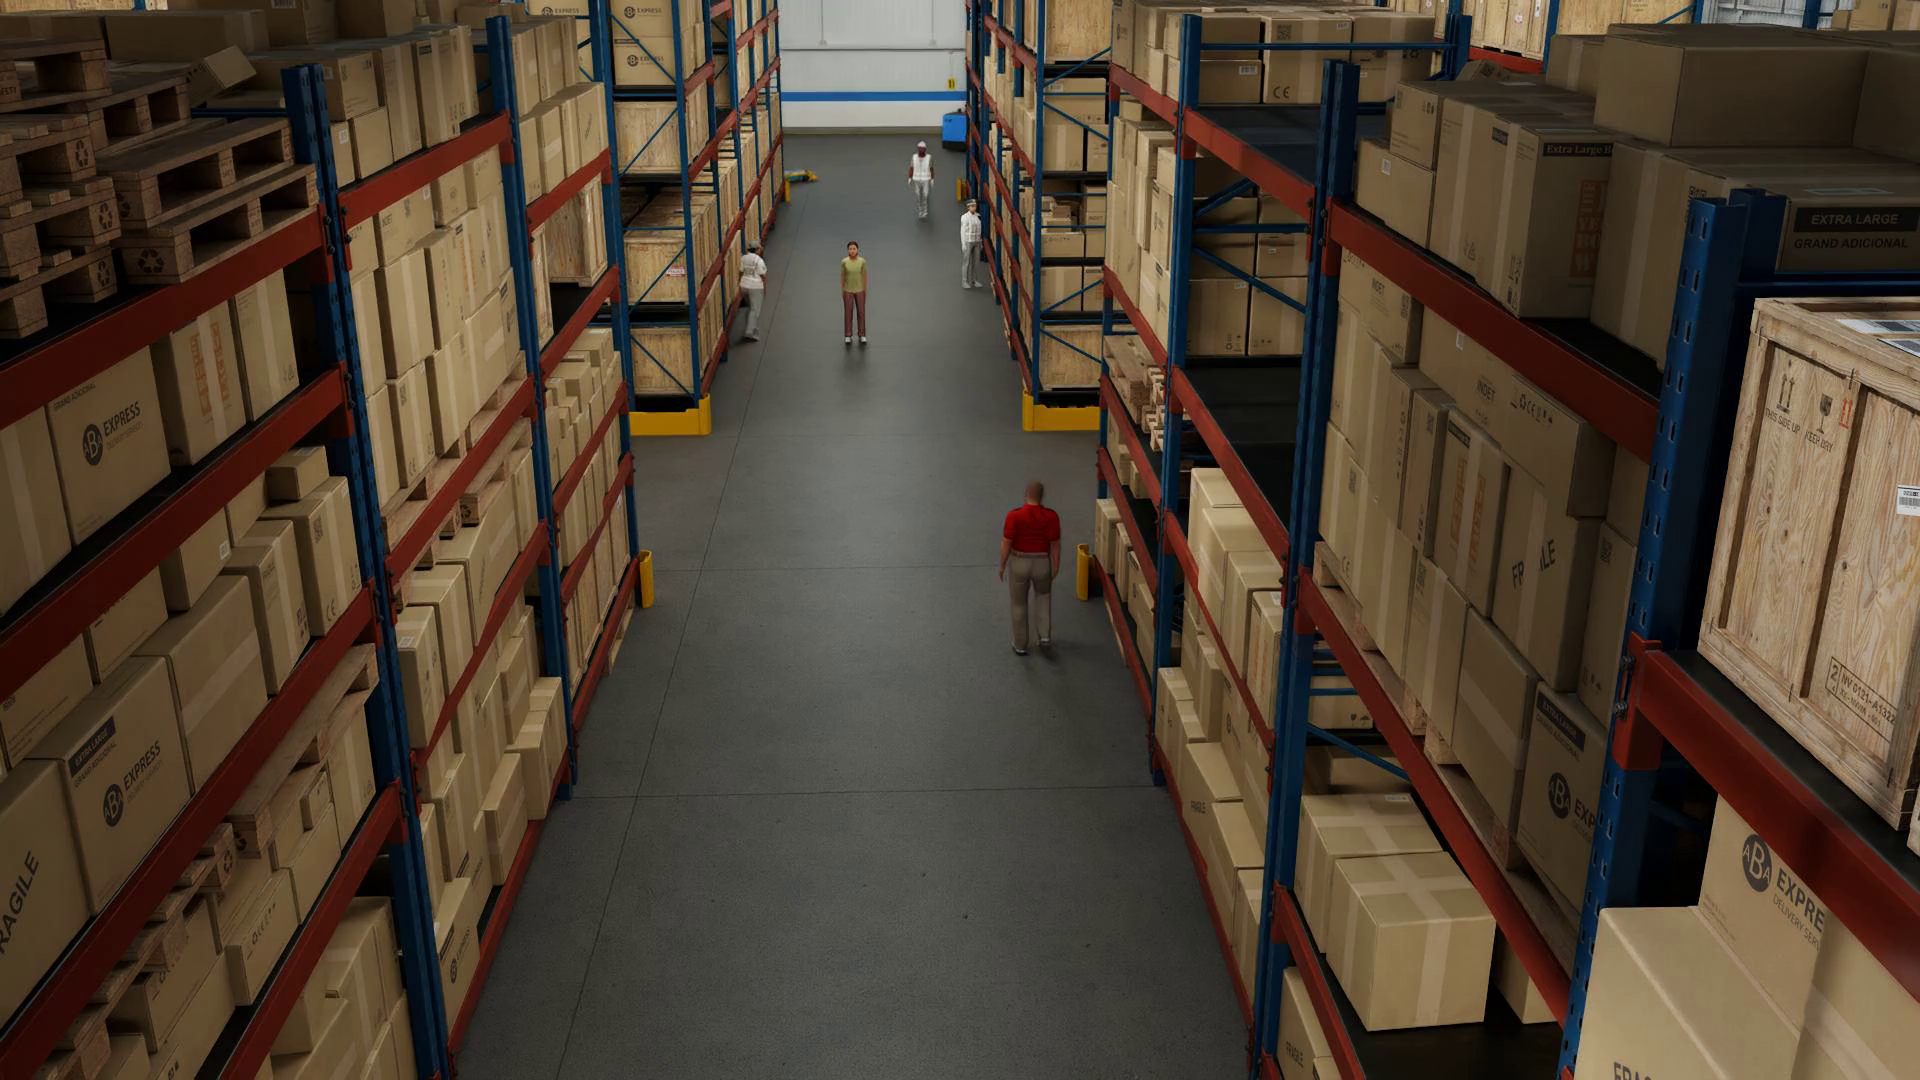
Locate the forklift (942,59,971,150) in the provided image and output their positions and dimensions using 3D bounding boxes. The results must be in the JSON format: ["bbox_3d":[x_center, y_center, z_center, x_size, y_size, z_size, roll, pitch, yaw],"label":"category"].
[{"bbox_3d":[1.017,-13.281,50.425,3.031,2.941,1.121,8,22,20],"label":"forklift"}]

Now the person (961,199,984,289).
[{"bbox_3d":[0.237,-5.696,31.871,0.463,1.693,0.343,-14,24,-32],"label":"person"}]

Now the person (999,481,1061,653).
[{"bbox_3d":[0.656,0.246,15.883,0.579,1.741,0.432,-2,21,-5],"label":"person"}]

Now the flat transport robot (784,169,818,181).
[{"bbox_3d":[-4.617,-9.843,45.072,1.431,0.235,0.659,-16,26,-36],"label":"flat transport robot"}]

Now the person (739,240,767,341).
[{"bbox_3d":[-3.522,-4.220,28.000,0.586,1.629,0.774,14,25,34],"label":"person"}]

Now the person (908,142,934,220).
[{"bbox_3d":[-0.937,-8.398,38.946,0.575,1.777,0.757,4,21,10],"label":"person"}]

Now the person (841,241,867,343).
[{"bbox_3d":[-1.758,-4.137,27.712,0.435,1.672,0.392,-2,21,-7],"label":"person"}]
